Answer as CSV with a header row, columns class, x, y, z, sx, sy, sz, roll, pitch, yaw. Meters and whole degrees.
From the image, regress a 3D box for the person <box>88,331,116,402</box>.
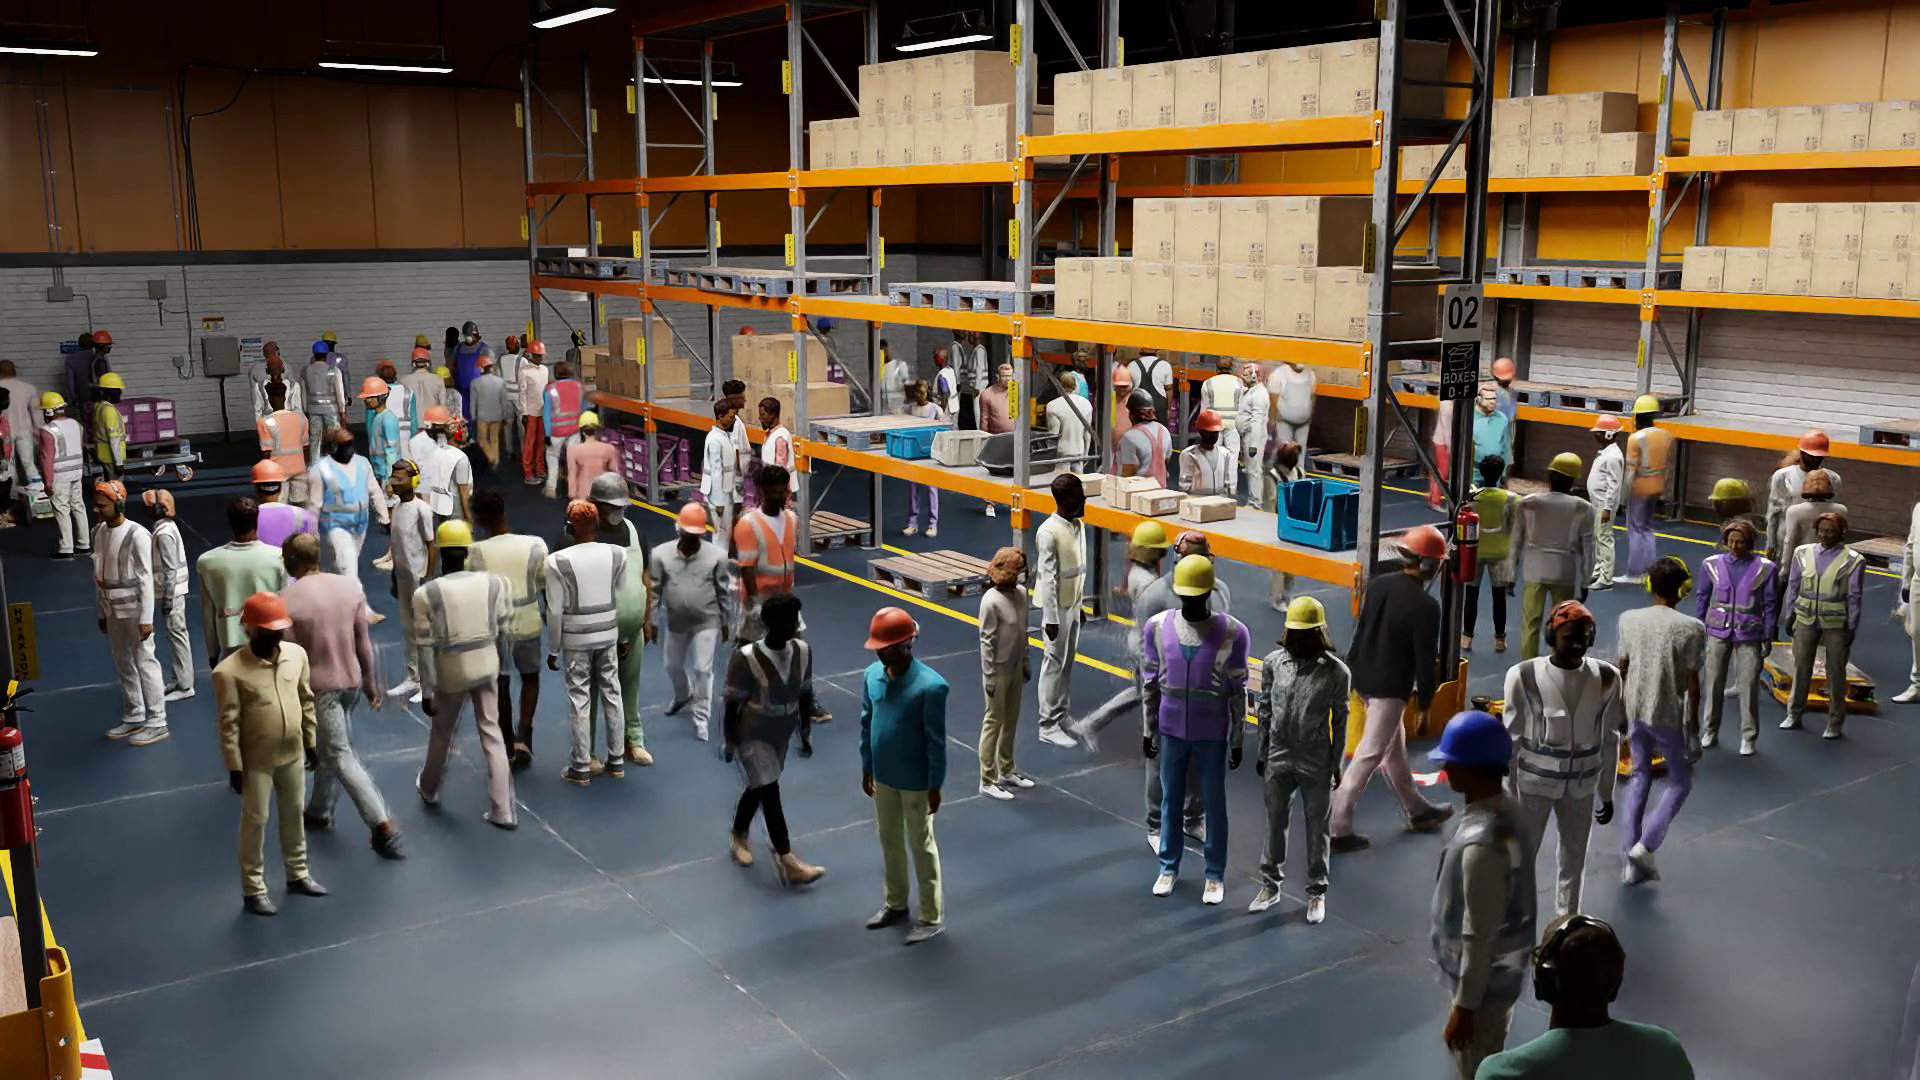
class,x,y,z,sx,sy,sz,roll,pitch,yaw
person,-12.483,-2.034,24.293,0.416,2.035,0.609,-8,14,-37

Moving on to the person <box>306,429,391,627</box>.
class,x,y,z,sx,sy,sz,roll,pitch,yaw
person,-5.479,-0.106,15.027,0.957,1.793,0.638,6,13,29

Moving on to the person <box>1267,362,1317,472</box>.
class,x,y,z,sx,sy,sz,roll,pitch,yaw
person,4.494,-1.696,22.531,0.710,2.000,0.662,-3,11,-13

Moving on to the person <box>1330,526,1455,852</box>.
class,x,y,z,sx,sy,sz,roll,pitch,yaw
person,2.553,0.869,9.745,0.989,1.913,0.648,-4,12,-17

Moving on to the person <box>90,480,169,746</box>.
class,x,y,z,sx,sy,sz,roll,pitch,yaw
person,-5.863,0.507,11.696,0.568,1.878,0.350,6,12,27

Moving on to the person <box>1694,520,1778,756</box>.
class,x,y,z,sx,sy,sz,roll,pitch,yaw
person,5.357,0.663,11.516,0.525,1.631,0.313,7,13,33

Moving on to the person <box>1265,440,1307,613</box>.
class,x,y,z,sx,sy,sz,roll,pitch,yaw
person,3.048,-0.121,15.529,0.522,1.627,0.366,-6,13,-30

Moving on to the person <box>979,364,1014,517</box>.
class,x,y,z,sx,sy,sz,roll,pitch,yaw
person,0.555,-1.220,20.479,0.639,1.899,0.397,-2,11,-11

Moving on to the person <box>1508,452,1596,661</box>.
class,x,y,z,sx,sy,sz,roll,pitch,yaw
person,4.549,0.277,12.817,0.599,1.897,0.510,5,12,23

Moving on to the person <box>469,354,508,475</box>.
class,x,y,z,sx,sy,sz,roll,pitch,yaw
person,-6.713,-1.774,23.696,0.572,1.734,0.412,-9,14,-39

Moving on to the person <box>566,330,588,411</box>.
class,x,y,z,sx,sy,sz,roll,pitch,yaw
person,-6.128,-2.447,26.815,0.536,1.869,0.314,9,14,39

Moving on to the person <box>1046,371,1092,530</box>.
class,x,y,z,sx,sy,sz,roll,pitch,yaw
person,1.228,-0.961,19.036,0.635,1.936,0.353,-8,14,-35

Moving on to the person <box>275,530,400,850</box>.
class,x,y,z,sx,sy,sz,roll,pitch,yaw
person,-3.668,0.885,9.755,0.987,1.893,0.638,6,12,27

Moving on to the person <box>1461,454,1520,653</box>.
class,x,y,z,sx,sy,sz,roll,pitch,yaw
person,4.480,0.116,14.142,0.540,1.695,0.317,3,11,14

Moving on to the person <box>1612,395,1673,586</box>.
class,x,y,z,sx,sy,sz,roll,pitch,yaw
person,6.833,-0.490,16.673,0.617,1.928,0.379,-7,13,-30

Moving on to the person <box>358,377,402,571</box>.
class,x,y,z,sx,sy,sz,roll,pitch,yaw
person,-6.047,-0.694,17.428,0.409,2.035,0.608,-6,13,-29

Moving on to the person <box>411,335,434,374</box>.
class,x,y,z,sx,sy,sz,roll,pitch,yaw
person,-9.013,-2.575,27.871,0.442,1.716,0.547,2,11,11

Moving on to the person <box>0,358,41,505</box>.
class,x,y,z,sx,sy,sz,roll,pitch,yaw
person,-11.966,-1.346,21.095,0.643,1.911,0.861,-10,15,-41

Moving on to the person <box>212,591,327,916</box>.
class,x,y,z,sx,sy,sz,roll,pitch,yaw
person,-3.658,1.122,8.874,0.356,1.743,0.568,7,13,31

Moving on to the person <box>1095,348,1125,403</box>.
class,x,y,z,sx,sy,sz,roll,pitch,yaw
person,2.369,-2.262,26.337,0.536,1.691,0.319,7,13,32

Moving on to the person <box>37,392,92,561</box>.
class,x,y,z,sx,sy,sz,roll,pitch,yaw
person,-9.686,-0.690,17.947,0.403,1.823,0.595,2,11,8

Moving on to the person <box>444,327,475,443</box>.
class,x,y,z,sx,sy,sz,roll,pitch,yaw
person,-8.148,-2.510,27.052,0.587,1.910,0.397,8,14,37

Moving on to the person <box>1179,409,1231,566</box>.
class,x,y,z,sx,sy,sz,roll,pitch,yaw
person,2.272,-0.245,15.366,0.545,1.939,0.374,-5,12,-26

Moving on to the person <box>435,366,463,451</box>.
class,x,y,z,sx,sy,sz,roll,pitch,yaw
person,-6.793,-1.433,21.982,0.495,1.732,0.324,5,12,22

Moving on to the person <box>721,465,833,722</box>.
class,x,y,z,sx,sy,sz,roll,pitch,yaw
person,-1.418,0.384,12.256,1.039,1.909,0.607,10,15,40

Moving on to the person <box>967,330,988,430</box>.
class,x,y,z,sx,sy,sz,roll,pitch,yaw
person,0.279,-2.543,27.297,0.368,1.878,0.584,-1,11,-4

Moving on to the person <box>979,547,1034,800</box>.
class,x,y,z,sx,sy,sz,roll,pitch,yaw
person,0.293,0.838,10.631,0.283,1.627,0.505,7,13,32

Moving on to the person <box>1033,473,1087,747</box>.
class,x,y,z,sx,sy,sz,roll,pitch,yaw
person,0.717,0.478,11.715,0.385,1.920,0.596,5,12,23

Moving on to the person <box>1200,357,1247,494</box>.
class,x,y,z,sx,sy,sz,roll,pitch,yaw
person,3.512,-1.522,22.185,0.623,1.837,0.429,2,11,10

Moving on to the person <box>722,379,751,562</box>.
class,x,y,z,sx,sy,sz,roll,pitch,yaw
person,-2.417,-0.746,17.862,0.367,1.966,0.606,-3,11,-14

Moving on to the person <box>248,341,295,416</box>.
class,x,y,z,sx,sy,sz,roll,pitch,yaw
person,-9.819,-1.892,23.882,0.643,1.909,0.410,-2,11,-8

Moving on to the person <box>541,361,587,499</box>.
class,x,y,z,sx,sy,sz,roll,pitch,yaw
person,-5.217,-1.428,21.747,0.646,1.810,0.822,-8,14,-37

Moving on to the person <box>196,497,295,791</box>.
class,x,y,z,sx,sy,sz,roll,pitch,yaw
person,-4.568,0.677,10.743,0.586,1.909,0.387,-3,11,-14

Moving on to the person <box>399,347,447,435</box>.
class,x,y,z,sx,sy,sz,roll,pitch,yaw
person,-7.032,-1.533,21.849,0.620,1.985,0.408,-3,11,-16

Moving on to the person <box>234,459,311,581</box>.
class,x,y,z,sx,sy,sz,roll,pitch,yaw
person,-5.062,0.364,12.295,0.550,1.925,0.392,-8,13,-34

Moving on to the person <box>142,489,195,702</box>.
class,x,y,z,sx,sy,sz,roll,pitch,yaw
person,-6.070,0.416,12.751,0.307,1.639,0.525,-5,12,-26

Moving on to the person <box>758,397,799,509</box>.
class,x,y,z,sx,sy,sz,roll,pitch,yaw
person,-1.822,-0.482,16.670,0.398,1.909,0.599,-3,11,-16

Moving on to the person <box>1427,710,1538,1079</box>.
class,x,y,z,sx,sy,sz,roll,pitch,yaw
person,1.895,1.565,6.096,0.403,1.946,0.610,4,12,20

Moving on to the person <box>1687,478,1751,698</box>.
class,x,y,z,sx,sy,sz,roll,pitch,yaw
person,5.775,0.374,12.761,0.776,1.714,0.503,6,13,28

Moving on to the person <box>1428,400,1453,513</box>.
class,x,y,z,sx,sy,sz,roll,pitch,yaw
person,6.083,-1.207,20.850,0.402,1.720,0.696,3,12,16

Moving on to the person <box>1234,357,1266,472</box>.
class,x,y,z,sx,sy,sz,roll,pitch,yaw
person,4.061,-1.901,24.061,0.800,1.869,0.667,9,14,39

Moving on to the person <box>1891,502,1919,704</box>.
class,x,y,z,sx,sy,sz,roll,pitch,yaw
person,7.329,0.350,12.448,0.402,1.896,0.652,-4,12,-21

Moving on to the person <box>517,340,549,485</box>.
class,x,y,z,sx,sy,sz,roll,pitch,yaw
person,-5.862,-1.773,23.051,0.395,1.990,0.619,5,12,23

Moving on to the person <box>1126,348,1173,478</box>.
class,x,y,z,sx,sy,sz,roll,pitch,yaw
person,2.693,-1.888,23.512,0.673,2.000,0.536,4,12,20

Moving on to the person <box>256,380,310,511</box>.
class,x,y,z,sx,sy,sz,roll,pitch,yaw
person,-7.217,-0.729,17.776,0.364,1.962,0.612,7,13,31
